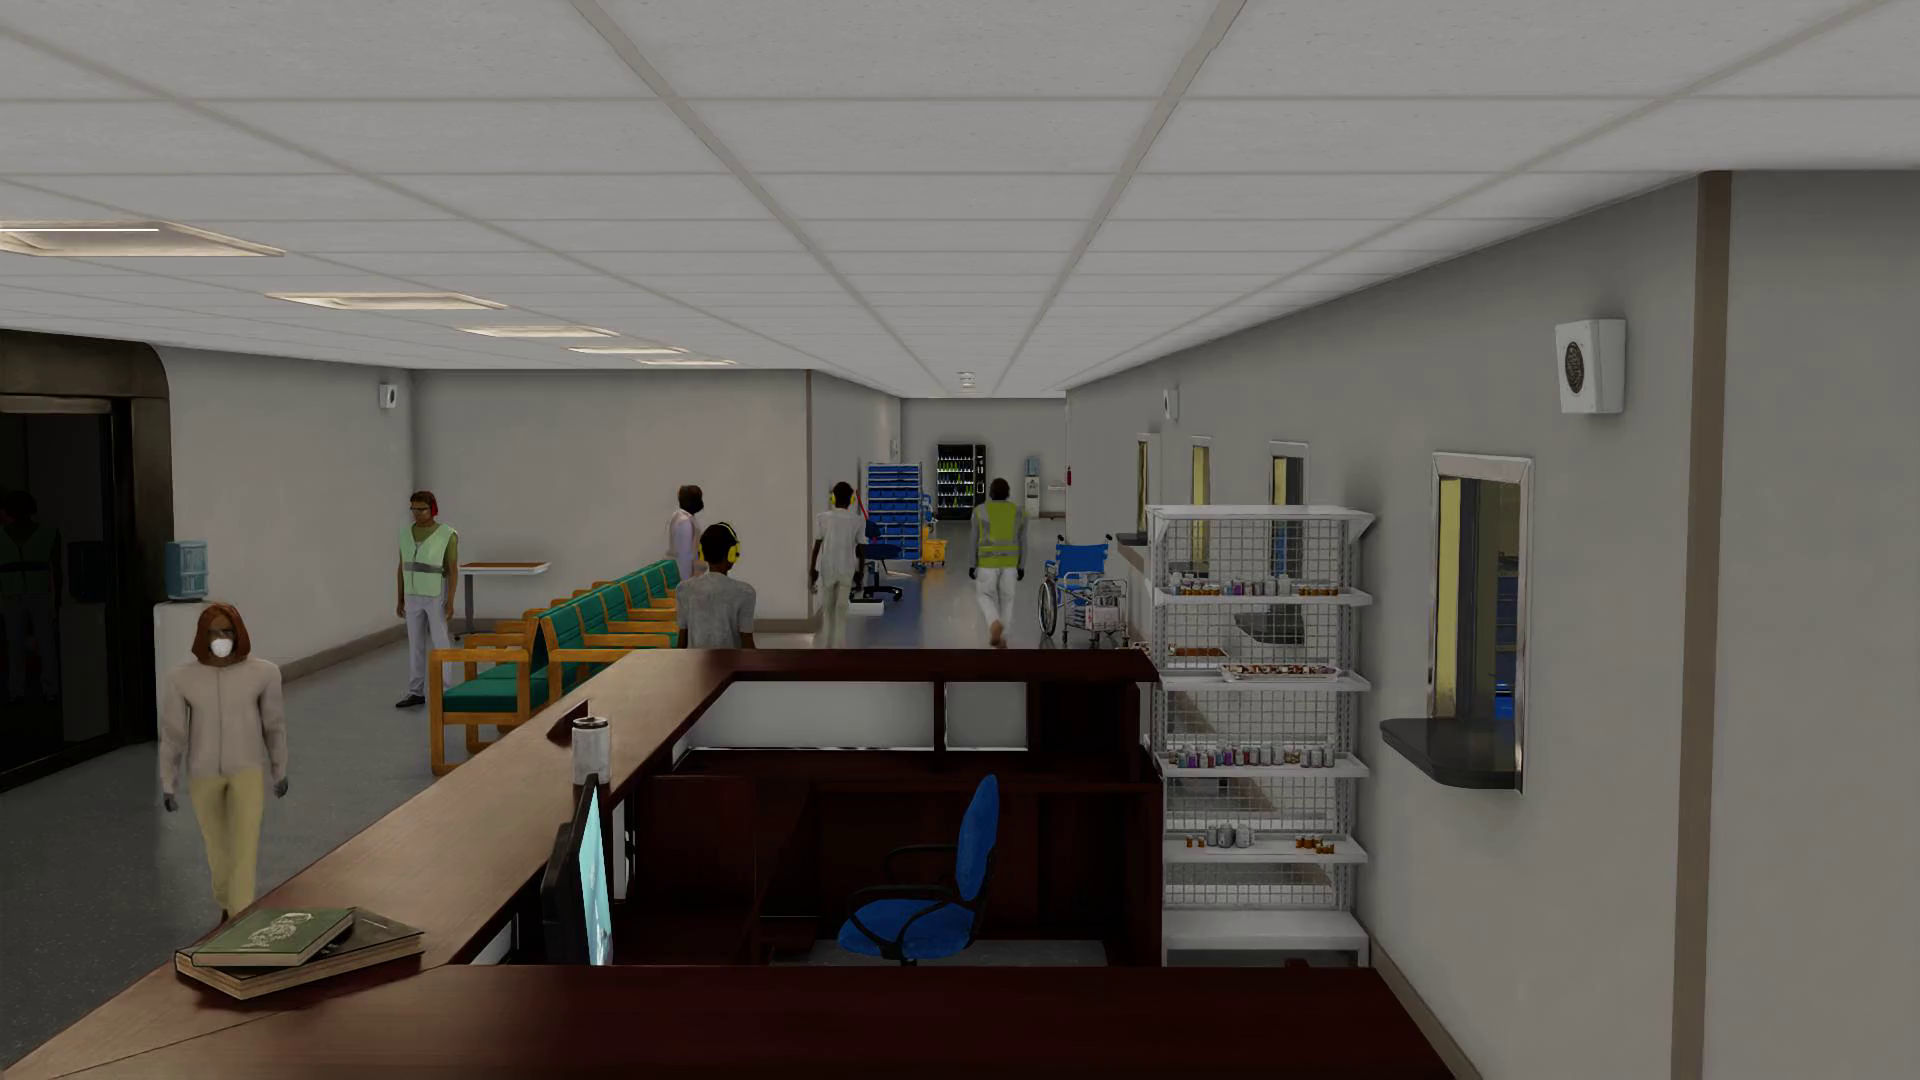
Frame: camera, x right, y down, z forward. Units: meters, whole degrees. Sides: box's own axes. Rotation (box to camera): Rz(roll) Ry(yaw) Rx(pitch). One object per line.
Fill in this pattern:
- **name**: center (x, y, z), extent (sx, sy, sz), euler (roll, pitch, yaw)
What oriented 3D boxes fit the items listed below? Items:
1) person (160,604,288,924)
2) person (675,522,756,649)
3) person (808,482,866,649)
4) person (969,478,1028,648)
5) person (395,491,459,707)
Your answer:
- **person**: center (-3.351, 1.082, 7.575), extent (0.521, 1.583, 0.871), euler (-1, 4, -19)
- **person**: center (-1.357, 0.833, 9.293), extent (0.505, 1.861, 0.330), euler (1, 4, 17)
- **person**: center (-1.185, 0.353, 16.136), extent (0.546, 1.830, 0.667), euler (0, 4, 1)
- **person**: center (0.415, 0.258, 17.530), extent (0.637, 1.831, 0.566), euler (-1, 4, -12)
- **person**: center (-4.495, 0.500, 14.052), extent (0.565, 1.840, 0.390), euler (1, 4, 15)
